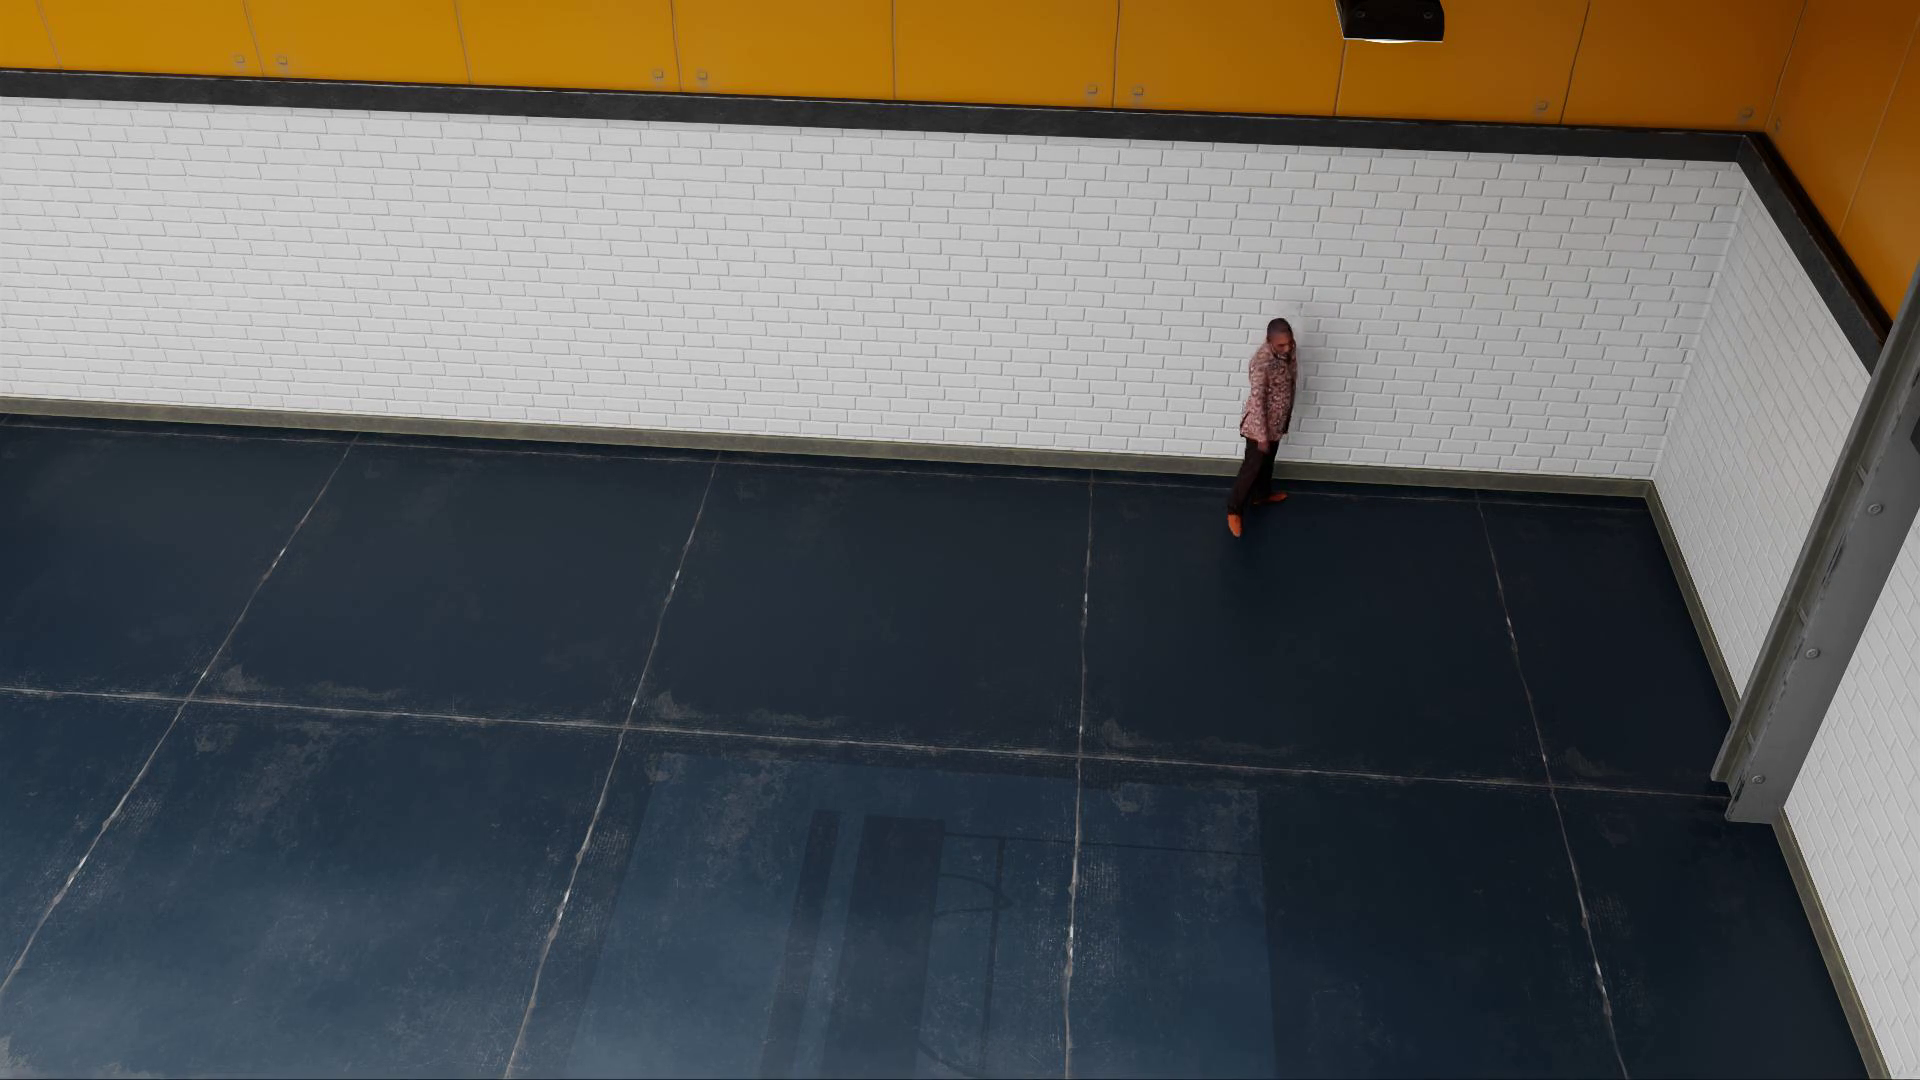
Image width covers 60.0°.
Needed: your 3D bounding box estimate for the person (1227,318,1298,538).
[{"bbox_3d":[2.267,-0.928,12.267,0.993,1.788,0.807,13,40,16],"label":"person"}]
